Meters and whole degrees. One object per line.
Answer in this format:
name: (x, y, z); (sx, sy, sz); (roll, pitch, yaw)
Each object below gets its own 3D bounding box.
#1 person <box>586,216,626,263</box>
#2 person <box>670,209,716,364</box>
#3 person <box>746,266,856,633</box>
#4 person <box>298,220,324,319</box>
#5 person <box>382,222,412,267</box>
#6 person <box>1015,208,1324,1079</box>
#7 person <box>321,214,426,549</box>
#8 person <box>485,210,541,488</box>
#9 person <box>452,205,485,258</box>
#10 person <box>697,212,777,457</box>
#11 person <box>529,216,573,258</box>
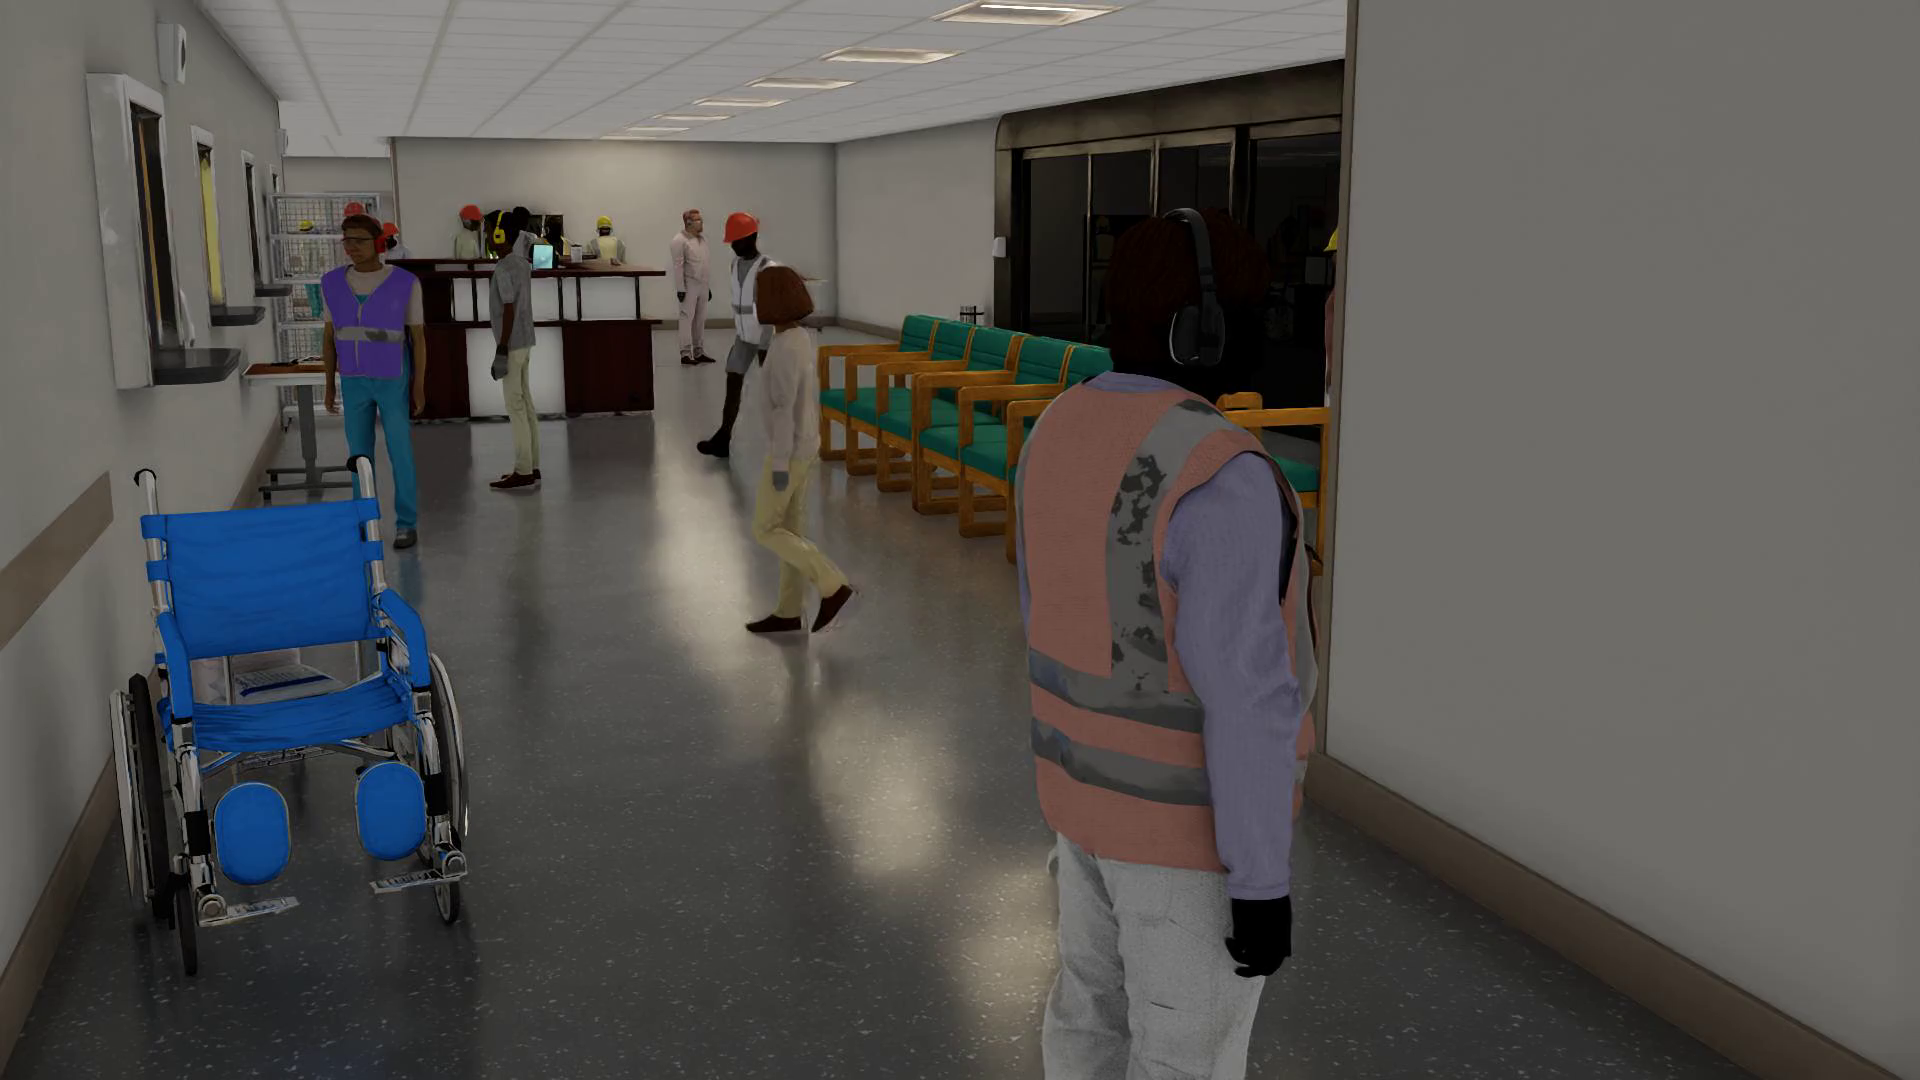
person: (-5.170, -3.808, 24.323); (0.590, 1.833, 0.404); (-6, 13, -28)
person: (-3.311, -3.154, 20.760); (0.409, 1.913, 0.651); (6, 12, 27)
person: (-0.725, -0.366, 7.198); (0.418, 1.625, 0.515); (1, 11, 4)
person: (-10.838, -4.441, 27.741); (0.310, 1.768, 0.533); (1, 11, 5)
person: (-7.896, -3.540, 23.174); (0.563, 1.741, 0.339); (3, 11, 13)
person: (0.328, 0.426, 2.573); (0.429, 1.843, 0.631); (-5, 12, -24)
person: (-3.240, -0.873, 9.234); (0.570, 1.840, 0.372); (1, 11, 4)
person: (-3.050, -1.283, 11.264); (0.327, 1.874, 0.521); (0, 11, 2)
person: (-6.238, -3.246, 21.071); (0.491, 1.972, 0.629); (-6, 13, -29)
person: (-1.591, -1.569, 12.778); (0.572, 1.870, 1.021); (9, 14, 40)
person: (-4.995, -3.076, 20.574); (0.430, 1.837, 0.628); (10, 15, 42)
